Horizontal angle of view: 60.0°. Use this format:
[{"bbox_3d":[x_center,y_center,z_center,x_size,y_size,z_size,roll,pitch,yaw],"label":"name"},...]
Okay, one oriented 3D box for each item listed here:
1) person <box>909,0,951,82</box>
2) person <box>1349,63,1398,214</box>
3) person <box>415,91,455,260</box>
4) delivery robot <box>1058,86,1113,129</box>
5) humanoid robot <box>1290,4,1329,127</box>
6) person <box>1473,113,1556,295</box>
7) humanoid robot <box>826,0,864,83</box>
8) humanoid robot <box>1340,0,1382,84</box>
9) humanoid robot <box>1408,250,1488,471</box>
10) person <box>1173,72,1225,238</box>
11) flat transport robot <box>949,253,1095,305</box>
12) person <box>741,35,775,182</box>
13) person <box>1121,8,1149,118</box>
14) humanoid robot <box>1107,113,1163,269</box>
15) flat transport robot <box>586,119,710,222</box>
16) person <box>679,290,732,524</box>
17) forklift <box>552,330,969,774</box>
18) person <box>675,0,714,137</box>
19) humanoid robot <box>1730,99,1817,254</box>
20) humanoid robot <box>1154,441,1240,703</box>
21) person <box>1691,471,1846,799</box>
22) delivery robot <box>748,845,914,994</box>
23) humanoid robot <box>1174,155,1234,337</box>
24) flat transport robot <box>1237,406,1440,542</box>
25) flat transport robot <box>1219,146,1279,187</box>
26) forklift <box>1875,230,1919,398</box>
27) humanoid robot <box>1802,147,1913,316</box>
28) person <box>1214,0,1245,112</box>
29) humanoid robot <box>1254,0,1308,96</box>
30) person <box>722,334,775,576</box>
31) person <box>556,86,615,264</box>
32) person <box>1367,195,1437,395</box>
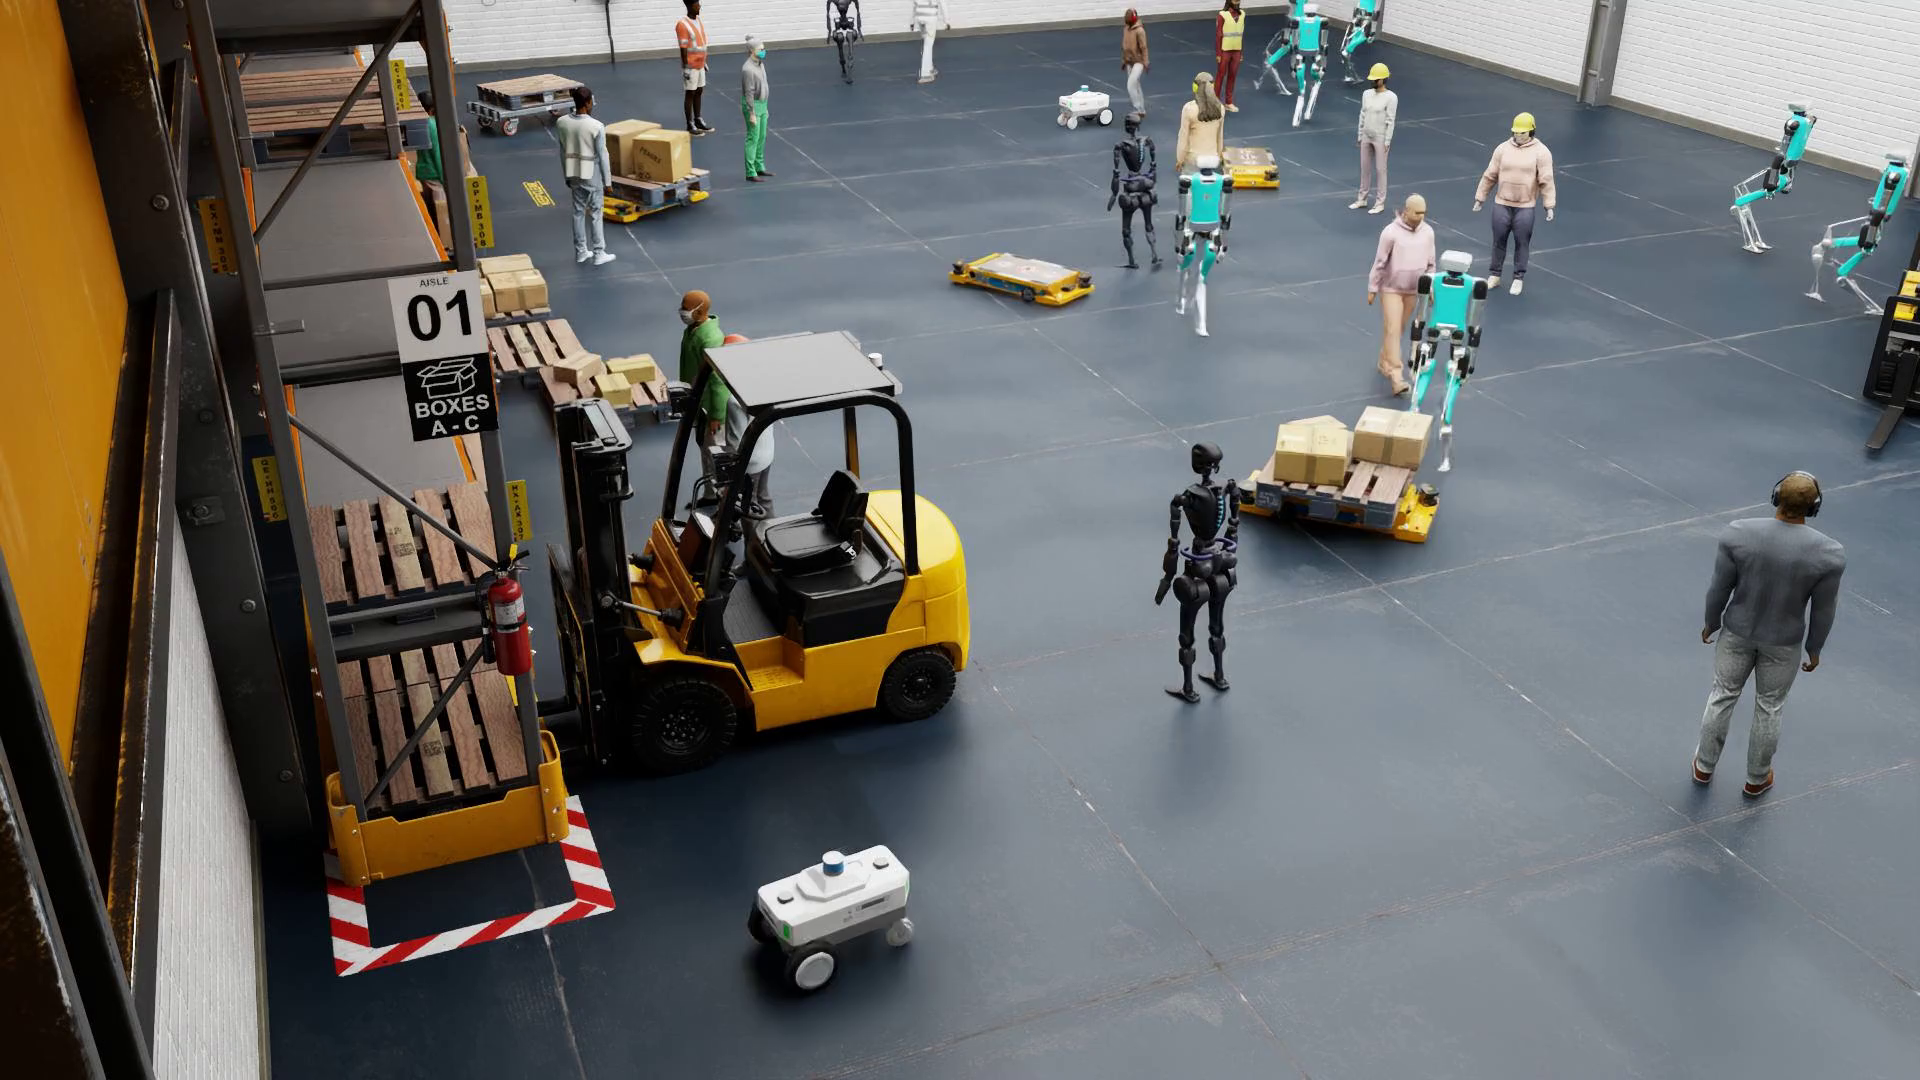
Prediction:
[{"bbox_3d":[-0.466,-8.413,26.953,0.629,1.851,0.821,16,31,29],"label":"person"},{"bbox_3d":[4.948,-4.798,19.874,0.327,1.759,0.518,-19,32,-32],"label":"person"},{"bbox_3d":[-5.714,-3.932,18.059,0.407,1.842,0.501,-20,33,-35],"label":"person"},{"bbox_3d":[1.835,-6.298,24.217,0.791,0.614,0.499,-14,30,-26],"label":"delivery robot"},{"bbox_3d":[5.030,-6.840,23.974,0.545,1.777,0.884,8,28,16],"label":"humanoid robot"},{"bbox_3d":[5.727,-3.479,17.146,0.818,1.855,0.431,16,31,28],"label":"person"},{"bbox_3d":[-1.851,-8.250,26.885,0.596,1.610,0.751,0,27,-1],"label":"humanoid robot"},{"bbox_3d":[6.267,-8.062,26.399,0.852,1.778,0.543,-15,30,-27],"label":"humanoid robot"},{"bbox_3d":[3.739,-1.297,12.959,0.530,1.794,0.795,8,28,15],"label":"humanoid robot"},{"bbox_3d":[2.719,-4.334,18.839,0.565,1.867,0.406,-10,28,-19],"label":"person"},{"bbox_3d":[0.645,-2.751,17.459,1.431,0.231,0.659,20,33,34],"label":"flat transport robot"},{"bbox_3d":[-2.599,-5.506,21.204,0.340,1.837,0.510,6,27,13],"label":"person"},{"bbox_3d":[2.552,-6.941,24.294,0.558,1.616,0.474,-16,31,-28],"label":"person"},{"bbox_3d":[1.921,-3.727,17.840,0.619,1.648,0.455,-14,30,-26],"label":"humanoid robot"},{"bbox_3d":[-3.805,-4.155,20.253,0.659,0.231,1.431,18,32,32],"label":"flat transport robot"},{"bbox_3d":[-1.860,-0.986,12.263,0.387,1.783,0.537,-13,29,-24],"label":"person"},{"bbox_3d":[-1.094,0.010,9.831,2.313,2.155,1.214,-10,28,-20],"label":"forklift"},{"bbox_3d":[-3.745,-6.717,23.461,0.368,1.966,0.600,9,28,18],"label":"person"},{"bbox_3d":[8.798,-4.001,18.167,0.533,1.673,0.735,-21,34,-36],"label":"humanoid robot"},{"bbox_3d":[1.464,0.181,10.059,0.589,1.652,0.330,-17,32,-31],"label":"humanoid robot"},{"bbox_3d":[4.387,0.522,9.093,0.634,1.937,0.353,15,31,28],"label":"person"},{"bbox_3d":[-0.622,1.789,8.102,0.773,0.586,0.499,-15,30,-27],"label":"delivery robot"},{"bbox_3d":[2.305,-2.927,16.257,0.530,1.816,0.940,-1,27,-3],"label":"humanoid robot"},{"bbox_3d":[2.855,-0.307,12.599,1.431,0.231,0.659,11,29,21],"label":"flat transport robot"},{"bbox_3d":[3.754,-4.863,21.660,0.659,0.231,1.431,2,27,3],"label":"flat transport robot"},{"bbox_3d":[9.029,-2.397,14.618,1.214,2.155,2.313,18,32,32],"label":"forklift"},{"bbox_3d":[8.826,-3.045,16.463,1.044,1.755,0.558,17,31,31],"label":"humanoid robot"},{"bbox_3d":[3.999,-7.269,24.773,0.475,1.769,0.361,-13,29,-24],"label":"person"},{"bbox_3d":[4.954,-7.852,26.036,0.877,1.829,0.567,17,31,30],"label":"humanoid robot"},{"bbox_3d":[-1.477,-0.586,11.515,0.351,1.740,0.571,8,28,15],"label":"person"},{"bbox_3d":[-4.034,-3.925,17.978,0.597,1.907,0.413,10,28,19],"label":"person"},{"bbox_3d":[3.934,-2.177,14.683,0.575,1.733,0.922,-6,27,-12],"label":"person"}]
